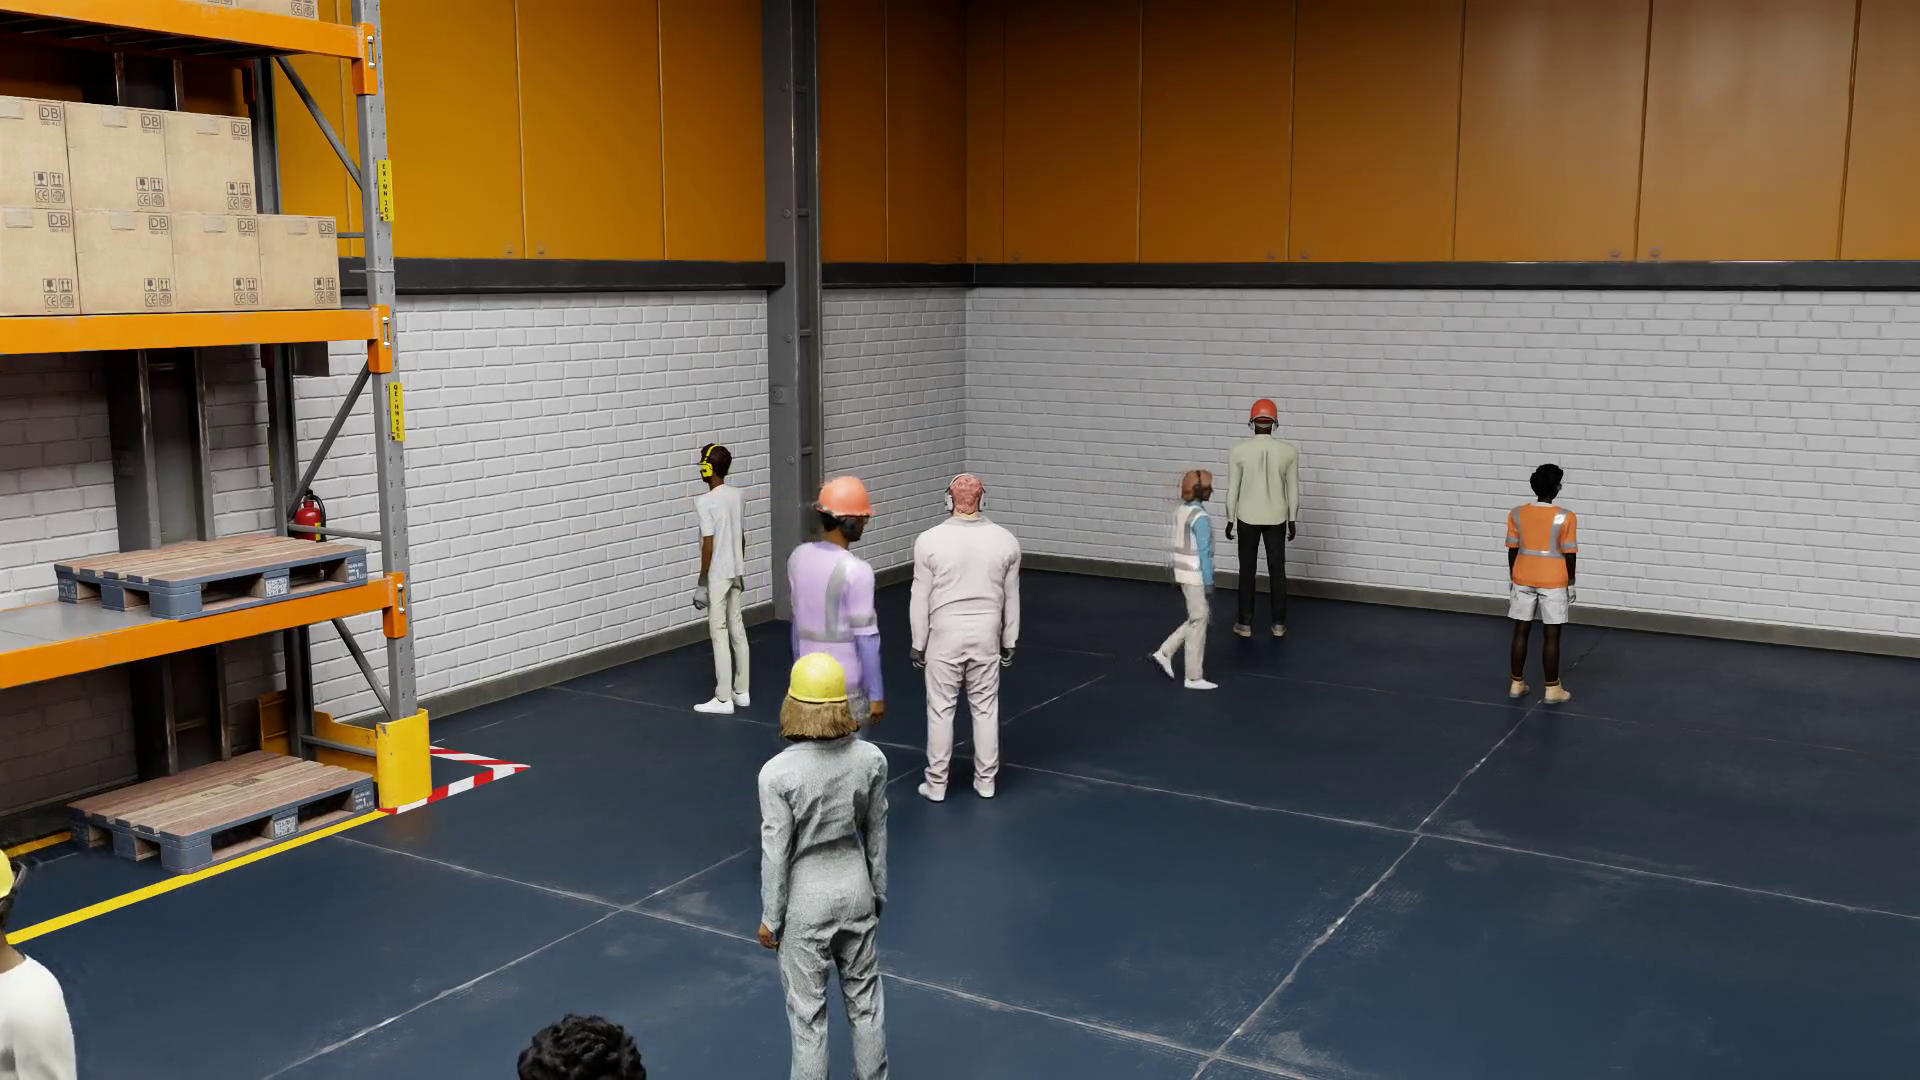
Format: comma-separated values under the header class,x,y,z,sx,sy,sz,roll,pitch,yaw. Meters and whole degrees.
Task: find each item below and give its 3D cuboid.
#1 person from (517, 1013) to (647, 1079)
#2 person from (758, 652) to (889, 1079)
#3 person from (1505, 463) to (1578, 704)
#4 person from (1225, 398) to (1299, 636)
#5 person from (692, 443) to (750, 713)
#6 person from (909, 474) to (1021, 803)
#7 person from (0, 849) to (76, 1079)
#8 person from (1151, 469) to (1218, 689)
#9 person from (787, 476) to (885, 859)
class,x,y,z,sx,sy,sz,roll,pitch,yaw
person,-0.687,1.691,3.147,0.531,1.692,0.320,2,9,11
person,-0.478,1.248,5.755,0.490,1.743,0.324,-6,11,-32
person,4.120,0.305,11.784,0.321,1.697,0.529,-9,13,-43
person,2.520,-0.186,13.921,0.614,1.993,0.395,0,9,1
person,-1.664,0.267,11.484,0.333,1.873,0.520,5,10,29
person,0.023,0.564,9.568,0.652,1.895,0.400,-3,10,-17
person,-2.267,1.537,3.920,0.555,1.749,0.425,7,12,38
person,1.686,0.296,12.067,0.411,1.628,0.519,-1,9,-5
person,-0.595,0.680,8.425,0.426,2.023,0.631,-7,12,-39
